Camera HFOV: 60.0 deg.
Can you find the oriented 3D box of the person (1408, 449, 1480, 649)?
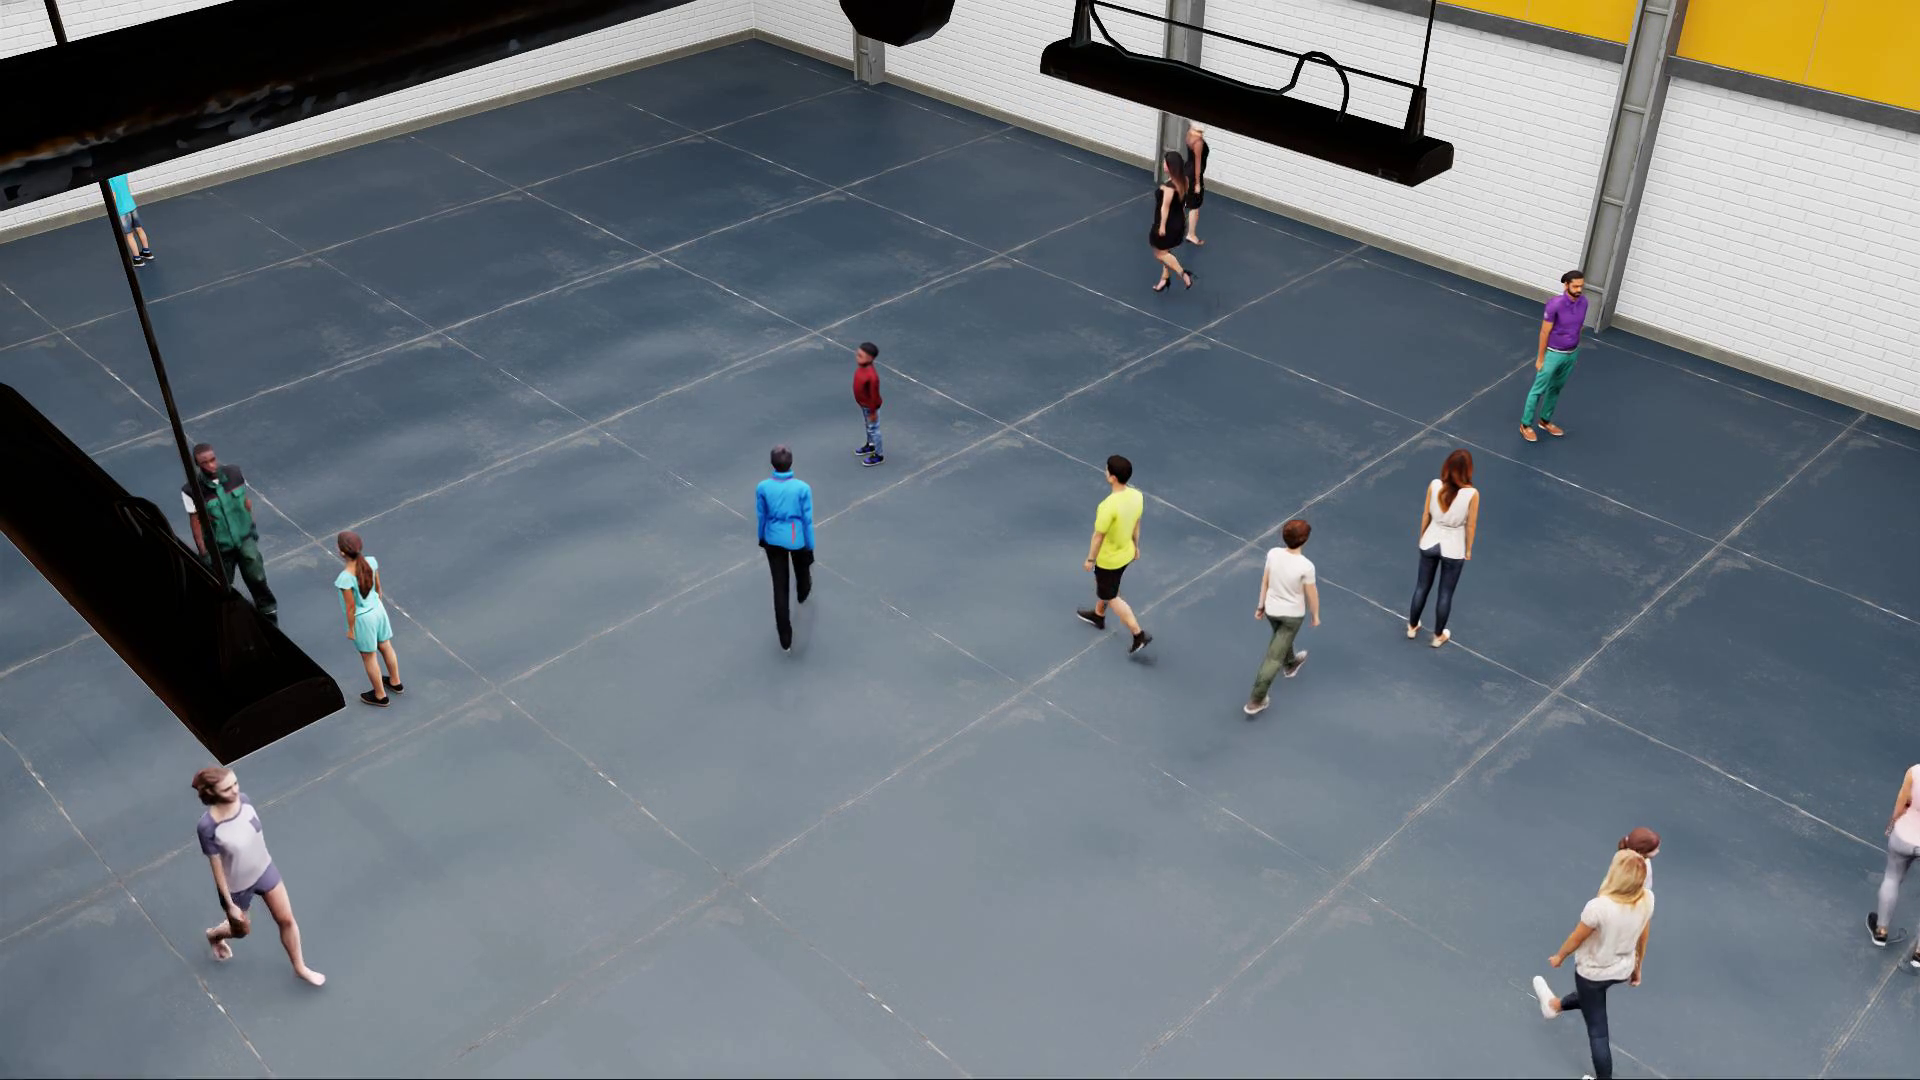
[{"bbox_3d":[3.876,0.067,13.355,0.523,1.782,0.684,20,39,28],"label":"person"}]

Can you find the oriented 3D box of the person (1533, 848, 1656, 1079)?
[{"bbox_3d":[3.764,2.572,9.605,0.950,1.761,1.235,-11,35,-15],"label":"person"}]

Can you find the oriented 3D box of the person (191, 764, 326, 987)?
[{"bbox_3d":[-4.511,2.090,10.351,1.102,1.739,0.762,17,37,23],"label":"person"}]

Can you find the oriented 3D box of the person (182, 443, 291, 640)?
[{"bbox_3d":[-5.962,-0.009,13.454,1.198,1.800,0.756,24,41,32],"label":"person"}]

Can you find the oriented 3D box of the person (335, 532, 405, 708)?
[{"bbox_3d":[-4.558,0.588,12.774,0.640,1.558,0.618,15,36,21],"label":"person"}]

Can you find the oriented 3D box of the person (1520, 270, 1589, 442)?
[{"bbox_3d":[5.818,-1.818,16.204,0.698,1.767,0.688,-12,35,-17],"label":"person"}]

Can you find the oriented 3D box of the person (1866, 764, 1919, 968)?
[{"bbox_3d":[6.142,1.964,10.593,0.855,1.680,0.532,-24,40,-31],"label":"person"}]

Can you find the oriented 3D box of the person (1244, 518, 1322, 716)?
[{"bbox_3d":[2.432,0.614,12.689,1.072,1.610,0.704,26,41,33],"label":"person"}]

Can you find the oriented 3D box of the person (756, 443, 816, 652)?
[{"bbox_3d":[-1.403,0.095,13.354,1.157,1.737,1.198,1,34,1],"label":"person"}]

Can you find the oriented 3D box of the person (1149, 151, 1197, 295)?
[{"bbox_3d":[2.455,-3.546,18.859,0.888,1.707,0.774,18,38,25],"label":"person"}]

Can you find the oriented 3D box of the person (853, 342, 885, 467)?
[{"bbox_3d":[-0.854,-1.326,15.929,0.636,1.253,0.537,-11,35,-16],"label":"person"}]

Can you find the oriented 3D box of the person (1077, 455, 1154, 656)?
[{"bbox_3d":[1.302,0.135,13.343,1.056,1.682,0.679,25,41,32],"label":"person"}]

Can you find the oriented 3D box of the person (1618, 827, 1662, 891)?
[{"bbox_3d":[4.279,2.260,10.662,0.539,1.112,0.499,14,36,20],"label":"person"}]

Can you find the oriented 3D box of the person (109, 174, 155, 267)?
[{"bbox_3d":[-9.929,-3.975,19.737,0.624,1.448,0.593,6,34,8],"label":"person"}]
